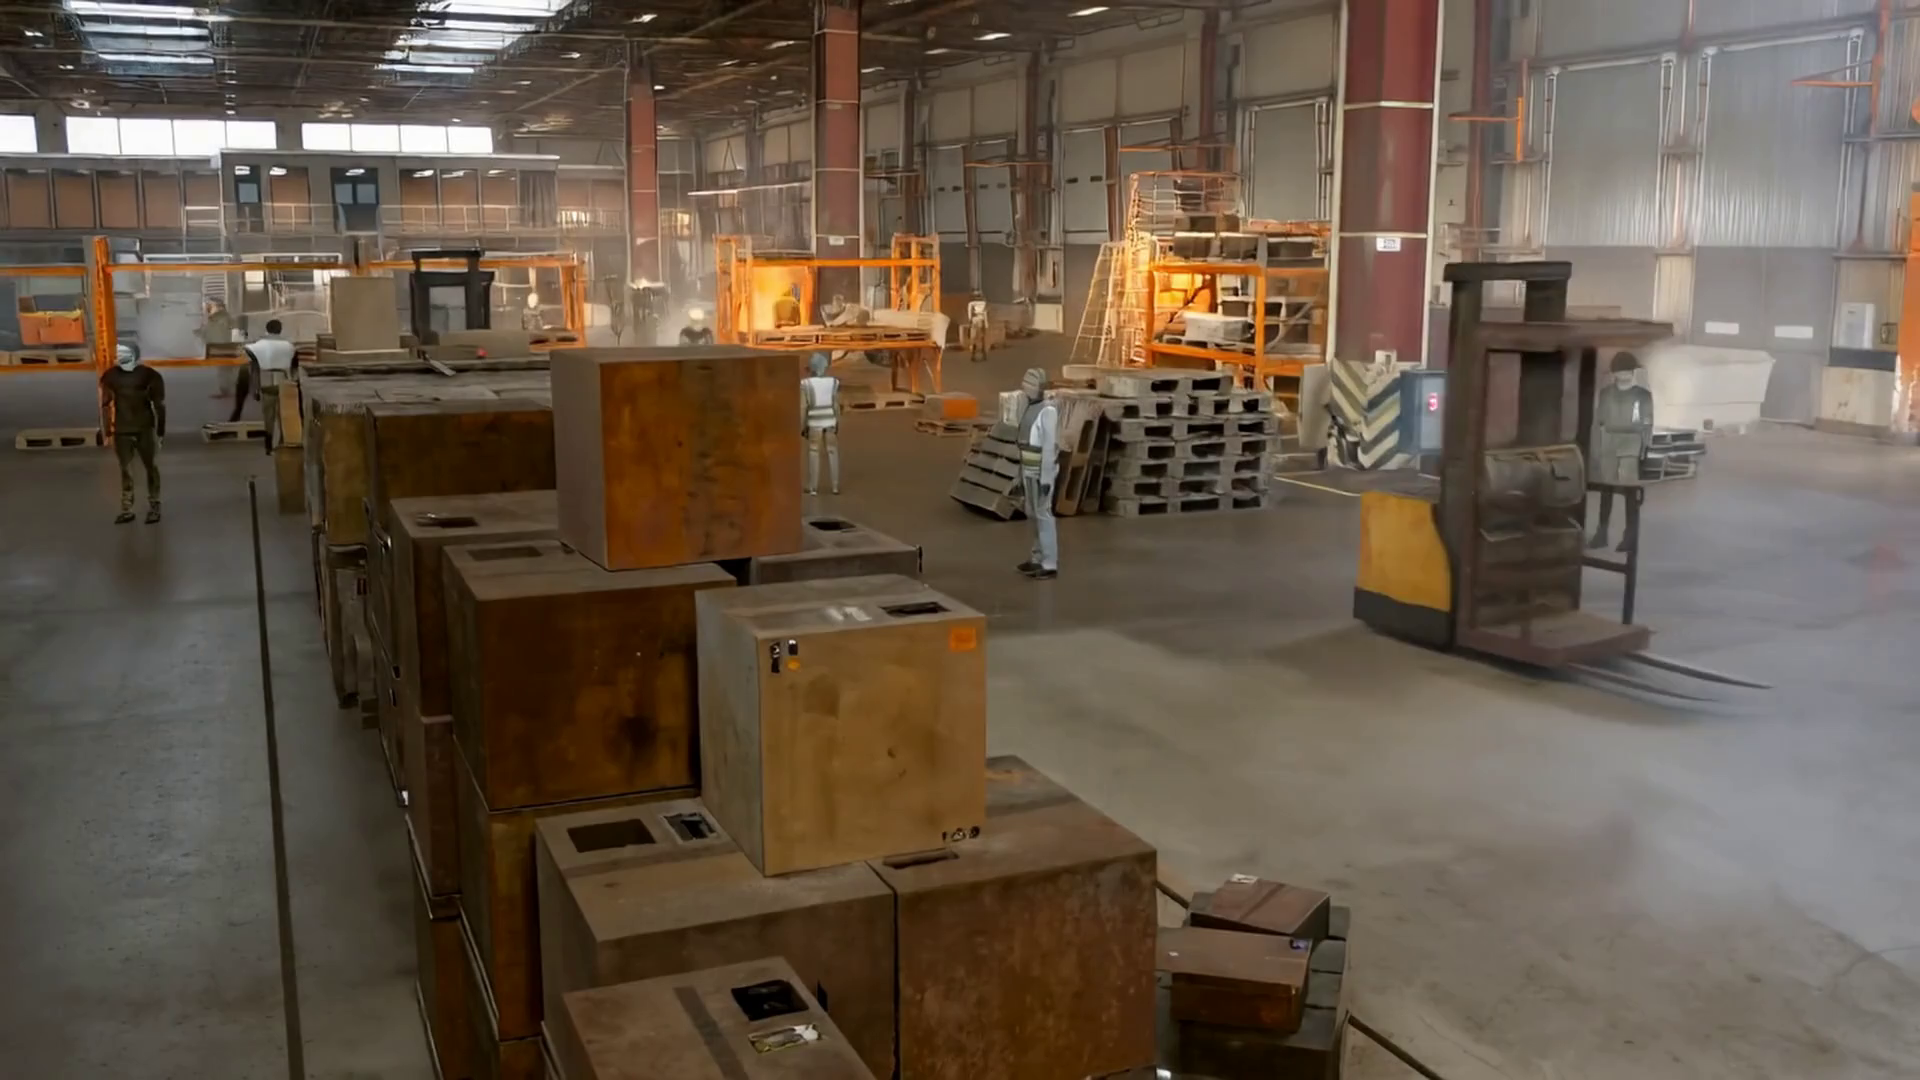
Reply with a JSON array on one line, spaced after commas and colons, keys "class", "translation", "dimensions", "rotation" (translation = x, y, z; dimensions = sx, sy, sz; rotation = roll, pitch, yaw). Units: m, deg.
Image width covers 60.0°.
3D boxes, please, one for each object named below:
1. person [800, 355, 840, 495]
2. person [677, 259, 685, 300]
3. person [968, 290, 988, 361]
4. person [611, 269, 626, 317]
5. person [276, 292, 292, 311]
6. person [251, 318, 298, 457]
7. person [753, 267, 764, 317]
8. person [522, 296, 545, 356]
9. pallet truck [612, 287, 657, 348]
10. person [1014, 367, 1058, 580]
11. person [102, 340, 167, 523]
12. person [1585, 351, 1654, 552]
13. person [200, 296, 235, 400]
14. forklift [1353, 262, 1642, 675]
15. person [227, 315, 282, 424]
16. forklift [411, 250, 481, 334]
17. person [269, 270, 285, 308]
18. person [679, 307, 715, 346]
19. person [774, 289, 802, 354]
[{"class": "person", "translation": [-1.637, -1.341, 19.497], "dimensions": [0.522, 1.638, 0.309], "rotation": [-6, 12, -30]}, {"class": "person", "translation": [-13.640, -12.721, 81.234], "dimensions": [0.388, 1.996, 0.612], "rotation": [-6, 12, -31]}, {"class": "person", "translation": [0.448, -5.286, 40.949], "dimensions": [0.487, 1.746, 0.289], "rotation": [0, 10, 0]}, {"class": "person", "translation": [-13.036, -9.425, 63.538], "dimensions": [0.637, 1.826, 0.556], "rotation": [3, 11, 15]}, {"class": "person", "translation": [-14.441, -4.381, 35.664], "dimensions": [0.328, 1.861, 0.506], "rotation": [2, 10, 9]}, {"class": "person", "translation": [-9.406, -2.089, 22.897], "dimensions": [0.595, 1.908, 0.392], "rotation": [-5, 11, -25]}, {"class": "person", "translation": [-7.799, -9.536, 63.965], "dimensions": [0.731, 1.901, 0.436], "rotation": [10, 14, 42]}, {"class": "person", "translation": [-9.794, -4.761, 38.198], "dimensions": [0.531, 1.692, 0.320], "rotation": [0, 10, 3]}, {"class": "pallet truck", "translation": [-6.464, -4.406, 35.401], "dimensions": [0.823, 1.965, 1.885], "rotation": [6, 12, 32]}, {"class": "person", "translation": [0.686, -0.590, 14.719], "dimensions": [0.351, 1.878, 0.569], "rotation": [-3, 11, -16]}, {"class": "person", "translation": [-8.705, -1.139, 17.562], "dimensions": [0.628, 1.940, 0.377], "rotation": [-1, 10, -4]}, {"class": "person", "translation": [6.325, -0.847, 15.961], "dimensions": [0.373, 1.933, 0.551], "rotation": [-10, 14, -44]}, {"class": "person", "translation": [-13.892, -3.575, 31.047], "dimensions": [0.693, 1.923, 0.531], "rotation": [6, 12, 31]}, {"class": "forklift", "translation": [3.919, -0.627, 12.142], "dimensions": [1.129, 2.768, 1.873], "rotation": [-5, 12, -27]}, {"class": "person", "translation": [-11.351, -2.710, 26.683], "dimensions": [0.526, 1.796, 1.009], "rotation": [10, 14, 43]}, {"class": "forklift", "translation": [-7.430, -2.821, 24.234], "dimensions": [1.129, 2.768, 1.873], "rotation": [-4, 11, -23]}, {"class": "person", "translation": [-23.032, -8.148, 56.223], "dimensions": [0.373, 1.928, 0.543], "rotation": [10, 14, 42]}, {"class": "person", "translation": [-4.265, -2.827, 26.941], "dimensions": [0.590, 1.910, 0.600], "rotation": [-5, 12, -27]}, {"class": "person", "translation": [-3.953, -4.846, 38.300], "dimensions": [0.623, 1.829, 0.446], "rotation": [2, 10, 12]}]
